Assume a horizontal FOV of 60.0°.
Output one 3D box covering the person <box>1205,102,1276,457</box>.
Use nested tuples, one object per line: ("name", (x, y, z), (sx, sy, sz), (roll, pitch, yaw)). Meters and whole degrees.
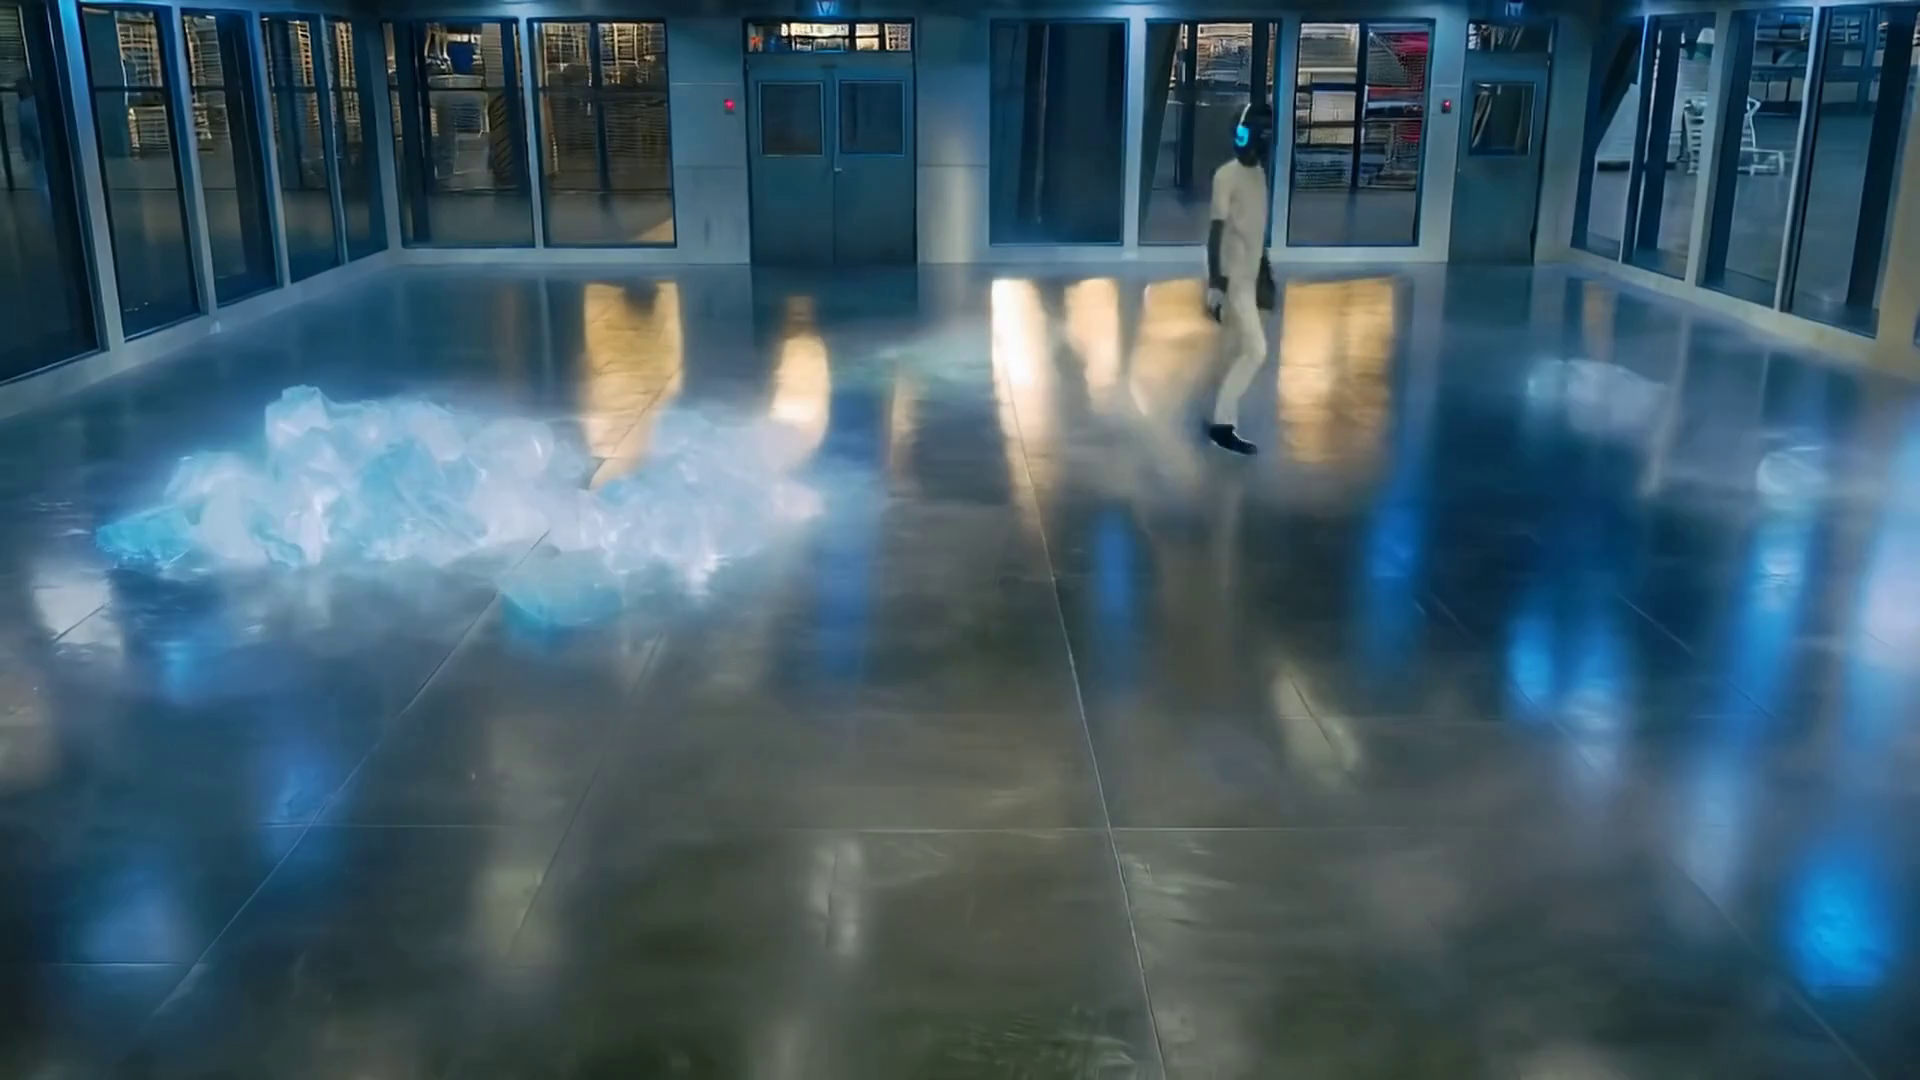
("person", (1.542, -1.359, 8.814), (0.494, 1.857, 0.552), (10, 19, 31))
